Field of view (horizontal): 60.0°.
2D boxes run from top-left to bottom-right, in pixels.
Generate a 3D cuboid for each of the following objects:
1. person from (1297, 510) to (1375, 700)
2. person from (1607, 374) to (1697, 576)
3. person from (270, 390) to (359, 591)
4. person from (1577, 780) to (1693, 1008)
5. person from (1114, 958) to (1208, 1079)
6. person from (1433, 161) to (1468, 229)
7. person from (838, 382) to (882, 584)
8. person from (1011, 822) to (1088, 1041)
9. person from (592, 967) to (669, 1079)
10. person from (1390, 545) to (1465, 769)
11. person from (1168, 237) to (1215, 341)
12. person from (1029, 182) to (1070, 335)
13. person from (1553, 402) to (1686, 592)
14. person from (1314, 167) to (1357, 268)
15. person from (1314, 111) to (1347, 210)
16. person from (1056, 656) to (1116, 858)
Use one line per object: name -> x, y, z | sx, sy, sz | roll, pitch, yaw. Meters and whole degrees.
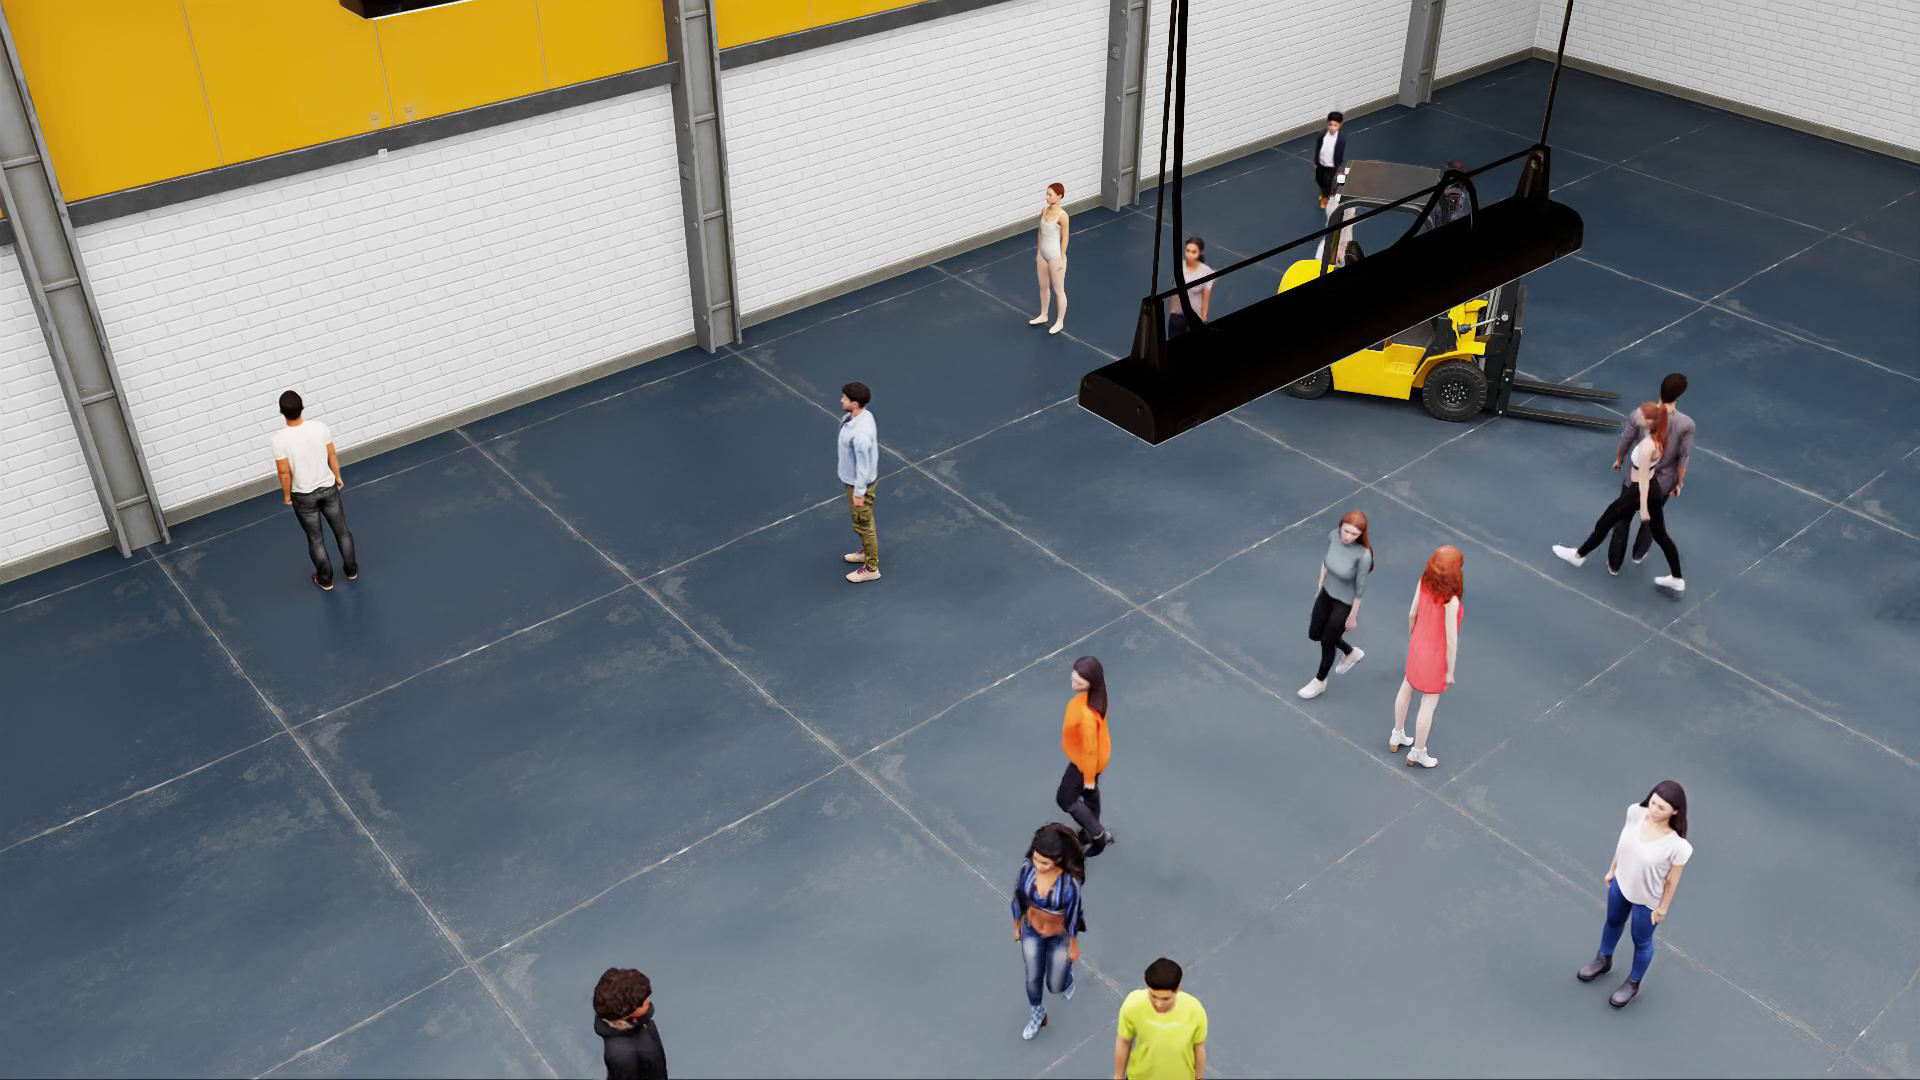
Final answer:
person -> 2.885, 0.464, 12.384 | 0.856, 1.720, 0.702 | -15, 36, -21
person -> 5.665, -0.485, 13.706 | 0.859, 1.836, 0.892 | 13, 36, 19
person -> -5.301, -0.421, 13.638 | 0.471, 1.804, 0.705 | -23, 40, -31
person -> 4.074, 2.093, 9.966 | 0.597, 1.682, 0.636 | -16, 37, -22
person -> 1.068, 2.814, 8.862 | 0.724, 1.704, 0.772 | 4, 34, 6
person -> 5.302, -3.213, 17.913 | 1.191, 1.723, 0.945 | -8, 34, -11
person -> -0.820, -0.489, 13.735 | 0.780, 1.811, 0.755 | -2, 34, -3
person -> 0.550, 2.269, 9.764 | 0.758, 1.614, 0.813 | 17, 37, 23
person -> -1.761, 2.889, 8.702 | 1.156, 1.757, 0.931 | -8, 34, -11
person -> 3.305, 0.819, 11.753 | 0.615, 1.827, 0.654 | -13, 36, -18
person -> 2.289, -2.187, 16.365 | 0.809, 1.727, 0.972 | 15, 36, 21
person -> 0.983, -3.018, 17.691 | 0.492, 1.644, 0.552 | -28, 42, -35
person -> 5.643, -0.298, 13.571 | 0.855, 1.674, 1.292 | 25, 41, 32
person -> 4.145, -3.232, 17.969 | 0.808, 1.692, 0.715 | -15, 36, -21
person -> 4.594, -4.748, 20.680 | 0.624, 1.216, 0.704 | 15, 37, 22
person -> 0.917, 1.442, 10.903 | 0.835, 1.729, 0.763 | 8, 34, 11
